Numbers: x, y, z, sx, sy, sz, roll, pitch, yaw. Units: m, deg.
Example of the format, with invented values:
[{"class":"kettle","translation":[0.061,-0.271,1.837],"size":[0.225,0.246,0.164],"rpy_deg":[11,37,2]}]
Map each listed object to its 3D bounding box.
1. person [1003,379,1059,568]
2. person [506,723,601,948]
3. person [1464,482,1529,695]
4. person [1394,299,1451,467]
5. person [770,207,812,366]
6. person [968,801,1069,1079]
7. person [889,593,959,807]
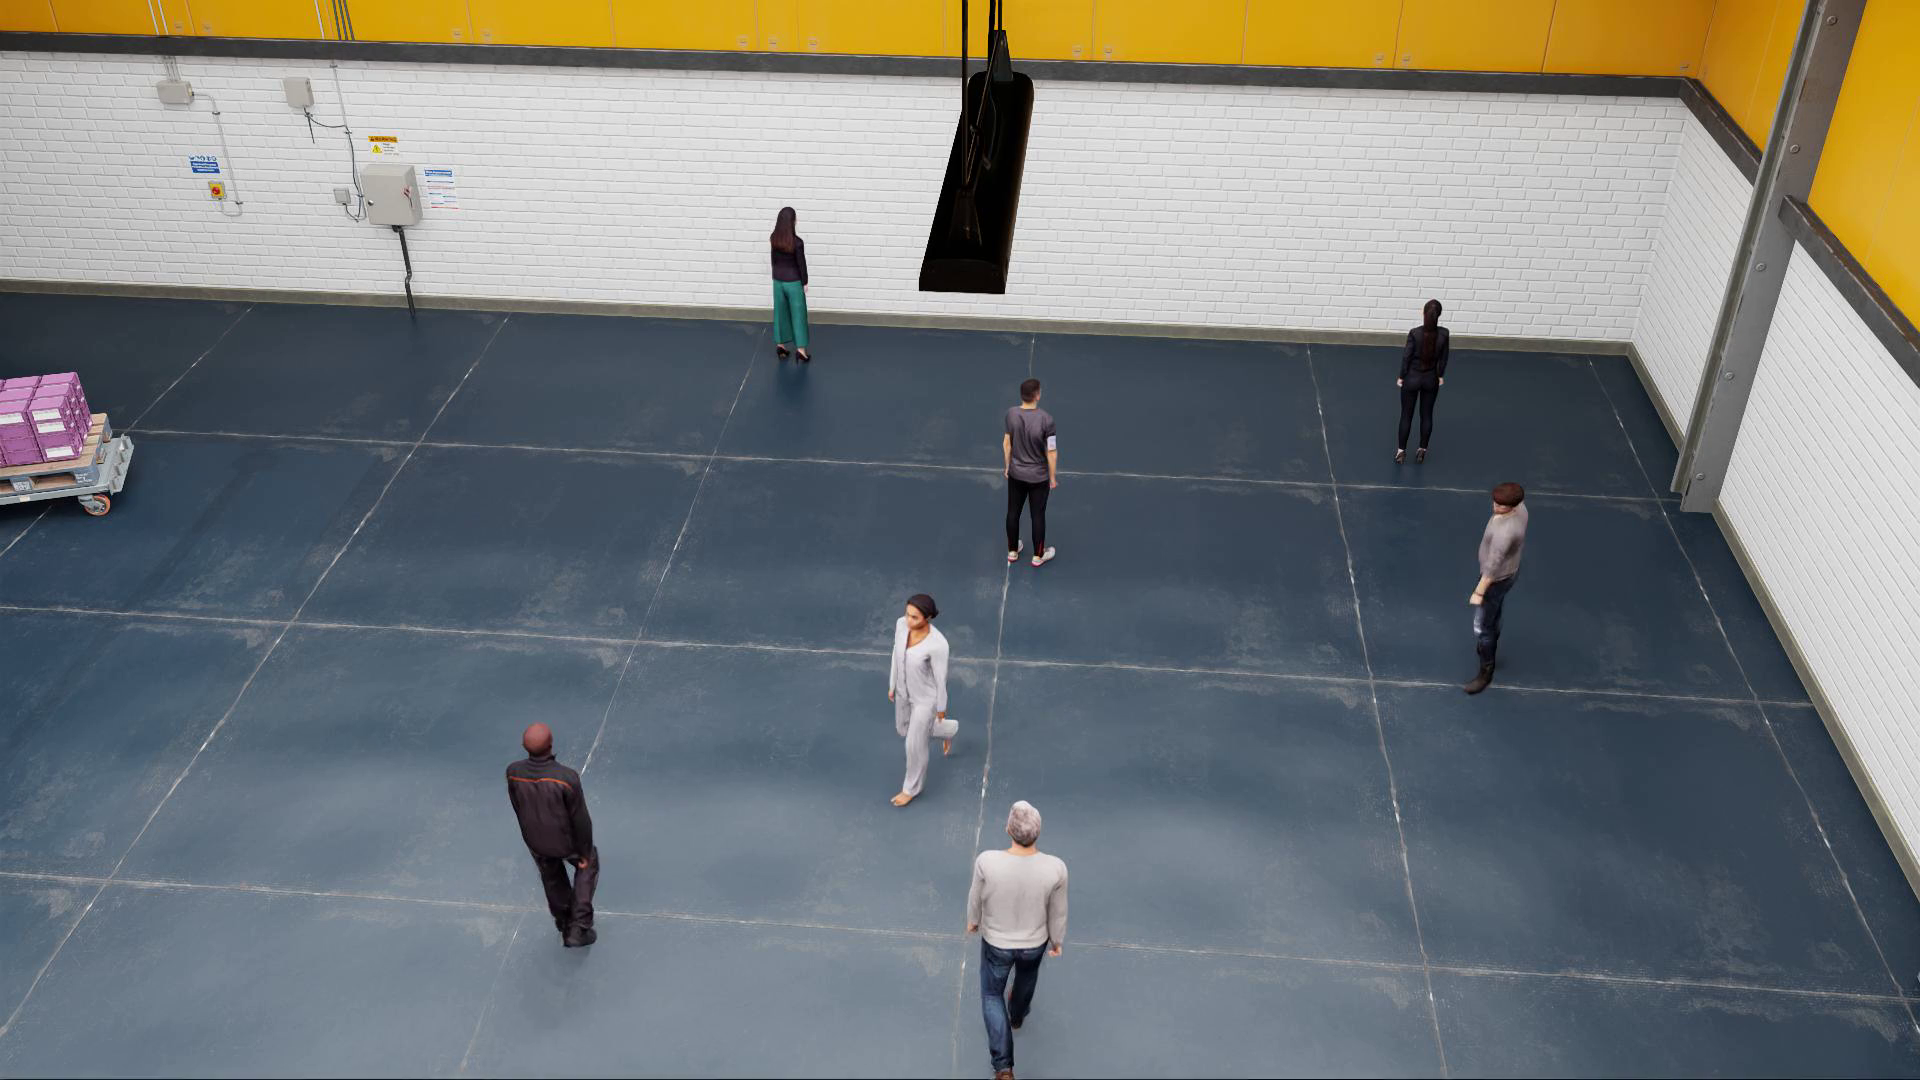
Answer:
[{"class":"person","translation":[0.586,-0.583,14.295],"size":[0.704,1.764,0.672],"rpy_deg":[15,36,21]},{"class":"person","translation":[-2.574,1.924,10.479],"size":[0.681,1.812,0.707],"rpy_deg":[3,34,5]},{"class":"person","translation":[4.207,0.264,12.934],"size":[0.979,1.861,0.690],"rpy_deg":[26,41,33]},{"class":"person","translation":[4.358,-1.493,15.712],"size":[0.589,1.711,0.504],"rpy_deg":[0,34,0]},{"class":"person","translation":[-1.793,-2.670,17.457],"size":[0.663,1.739,0.645],"rpy_deg":[16,37,22]},{"class":"person","translation":[0.318,2.384,9.724],"size":[0.822,1.883,1.188],"rpy_deg":[-1,34,-1]},{"class":"person","translation":[-0.238,1.058,11.873],"size":[1.082,1.713,0.996],"rpy_deg":[-29,43,-36]}]
